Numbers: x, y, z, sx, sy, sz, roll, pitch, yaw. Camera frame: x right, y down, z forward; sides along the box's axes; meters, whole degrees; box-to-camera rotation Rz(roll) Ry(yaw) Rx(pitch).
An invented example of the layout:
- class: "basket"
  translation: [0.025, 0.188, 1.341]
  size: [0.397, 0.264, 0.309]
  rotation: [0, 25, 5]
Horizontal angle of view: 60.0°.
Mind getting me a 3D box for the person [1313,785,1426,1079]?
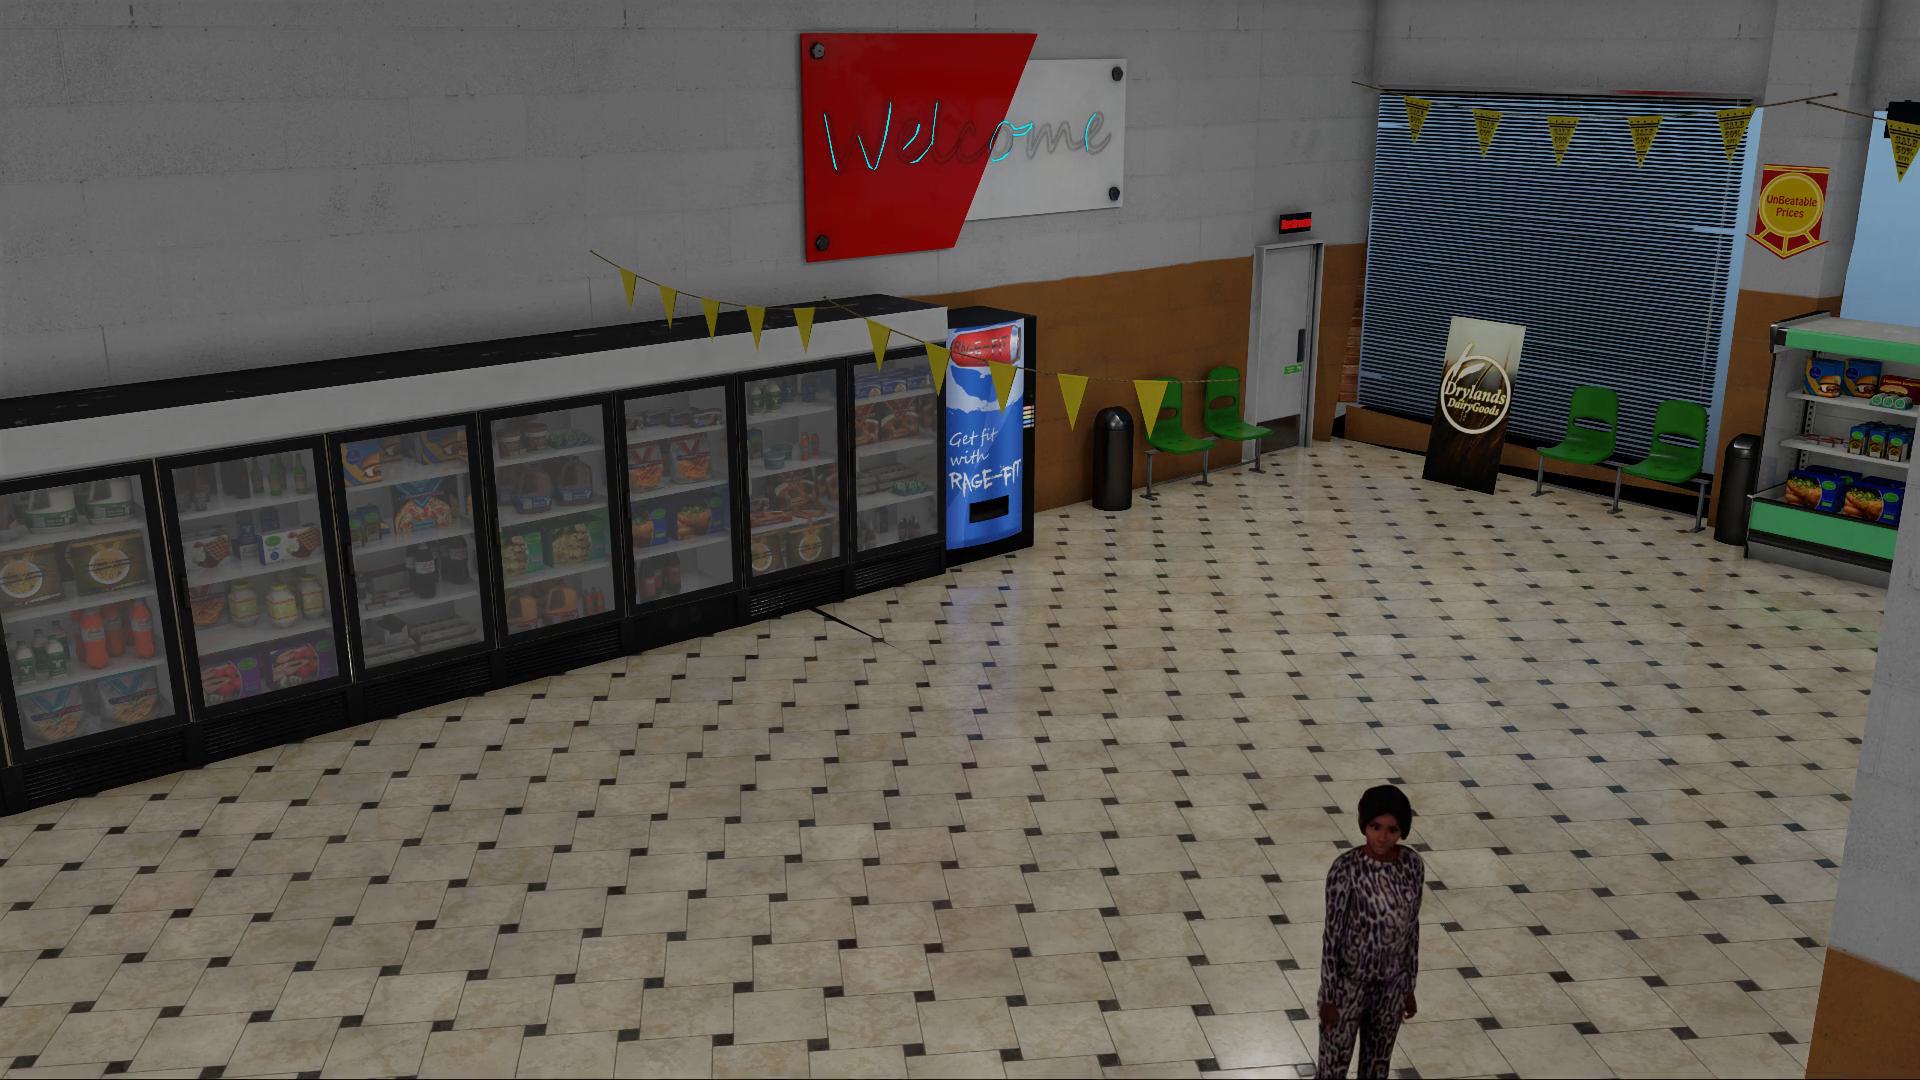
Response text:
- class: "person"
  translation: [1.584, 1.749, 6.503]
  size: [0.649, 1.714, 0.663]
  rotation: [-4, 17, -12]
